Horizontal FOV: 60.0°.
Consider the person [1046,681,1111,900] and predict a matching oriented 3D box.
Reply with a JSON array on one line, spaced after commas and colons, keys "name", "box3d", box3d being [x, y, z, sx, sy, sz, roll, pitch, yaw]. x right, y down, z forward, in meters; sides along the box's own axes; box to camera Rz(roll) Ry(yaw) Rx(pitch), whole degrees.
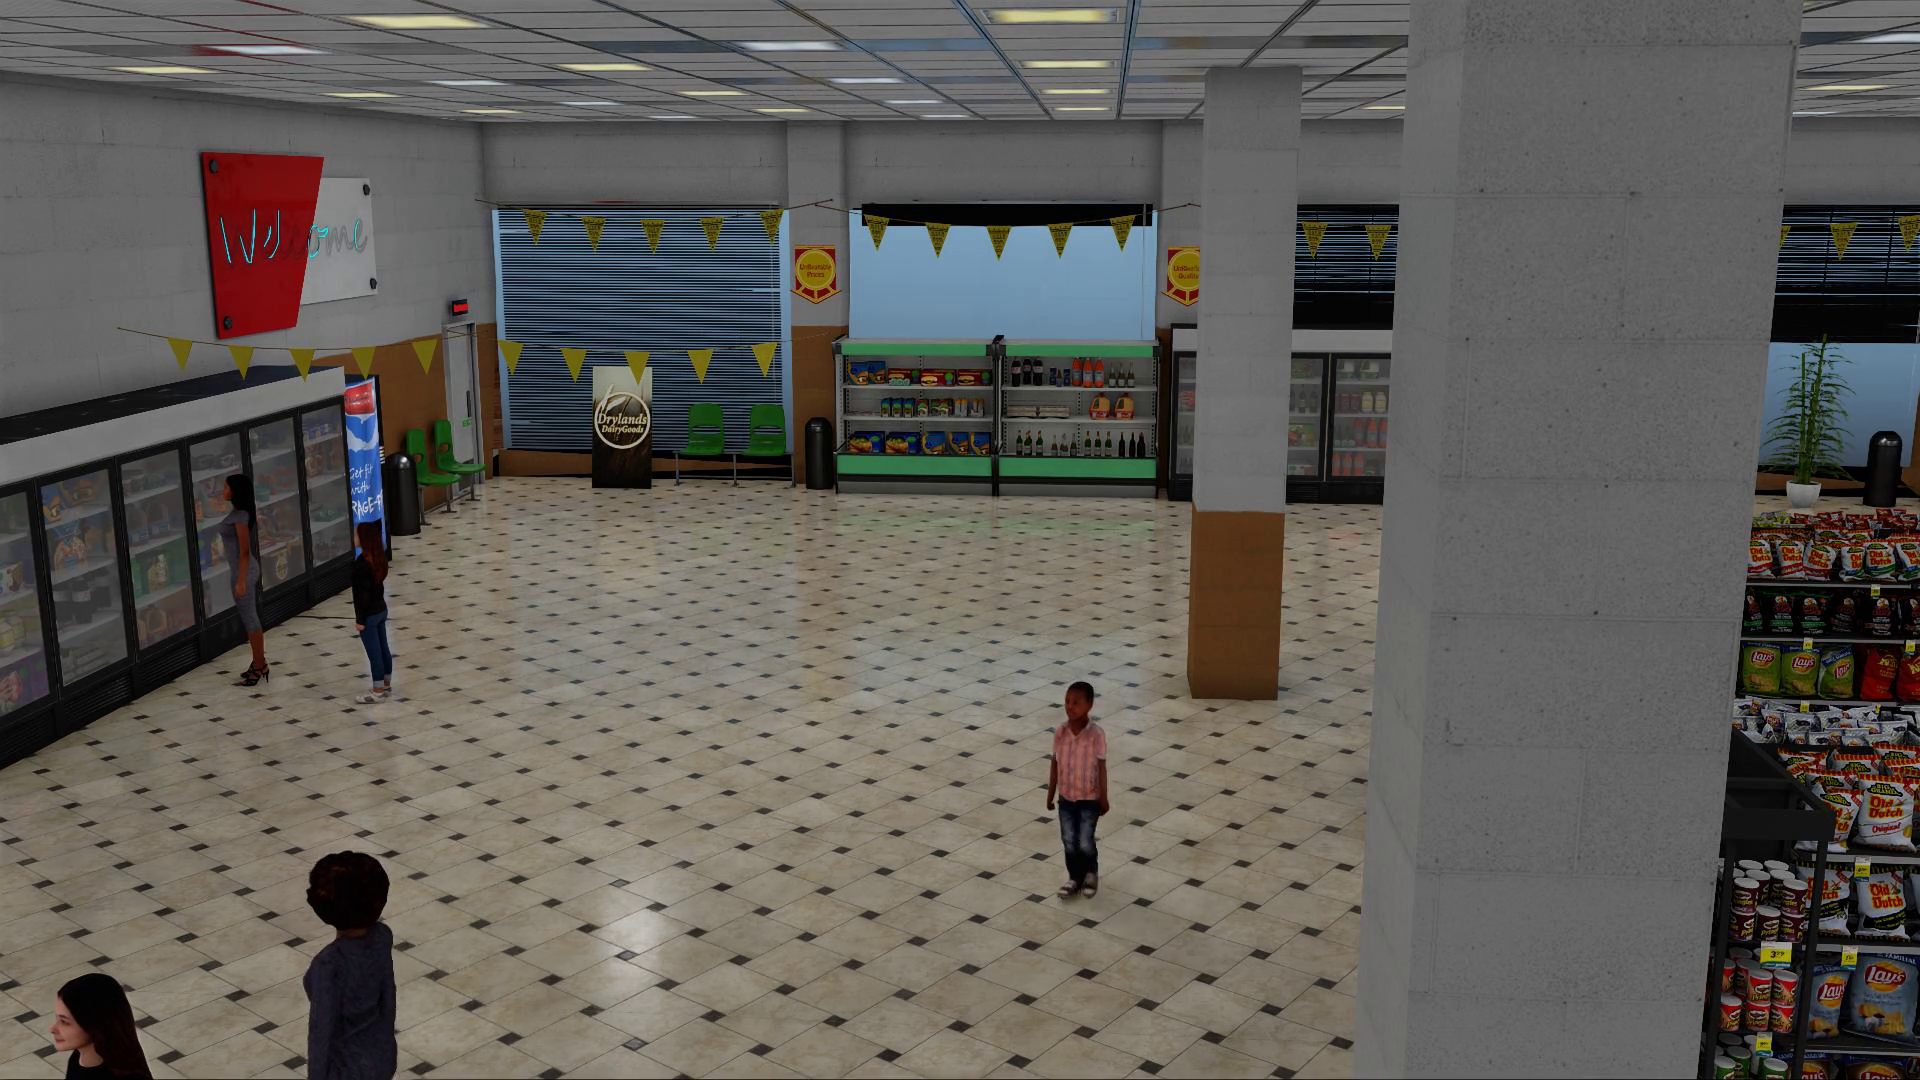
[{"name": "person", "box3d": [0.731, 1.453, 9.728, 0.563, 1.300, 0.657, 7, 14, 30]}]

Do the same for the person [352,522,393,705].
[{"name": "person", "box3d": [-4.750, 0.575, 13.450, 0.505, 1.483, 0.557, 1, 12, 3]}]

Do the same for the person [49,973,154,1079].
[{"name": "person", "box3d": [-2.762, 2.179, 5.457, 0.673, 1.639, 0.767, 8, 14, 34]}]

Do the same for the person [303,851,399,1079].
[{"name": "person", "box3d": [-2.180, 1.999, 6.175, 0.915, 1.695, 0.714, 4, 13, 18]}]

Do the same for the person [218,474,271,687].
[{"name": "person", "box3d": [-5.980, 0.325, 13.916, 0.658, 1.781, 0.661, -5, 13, -21]}]
